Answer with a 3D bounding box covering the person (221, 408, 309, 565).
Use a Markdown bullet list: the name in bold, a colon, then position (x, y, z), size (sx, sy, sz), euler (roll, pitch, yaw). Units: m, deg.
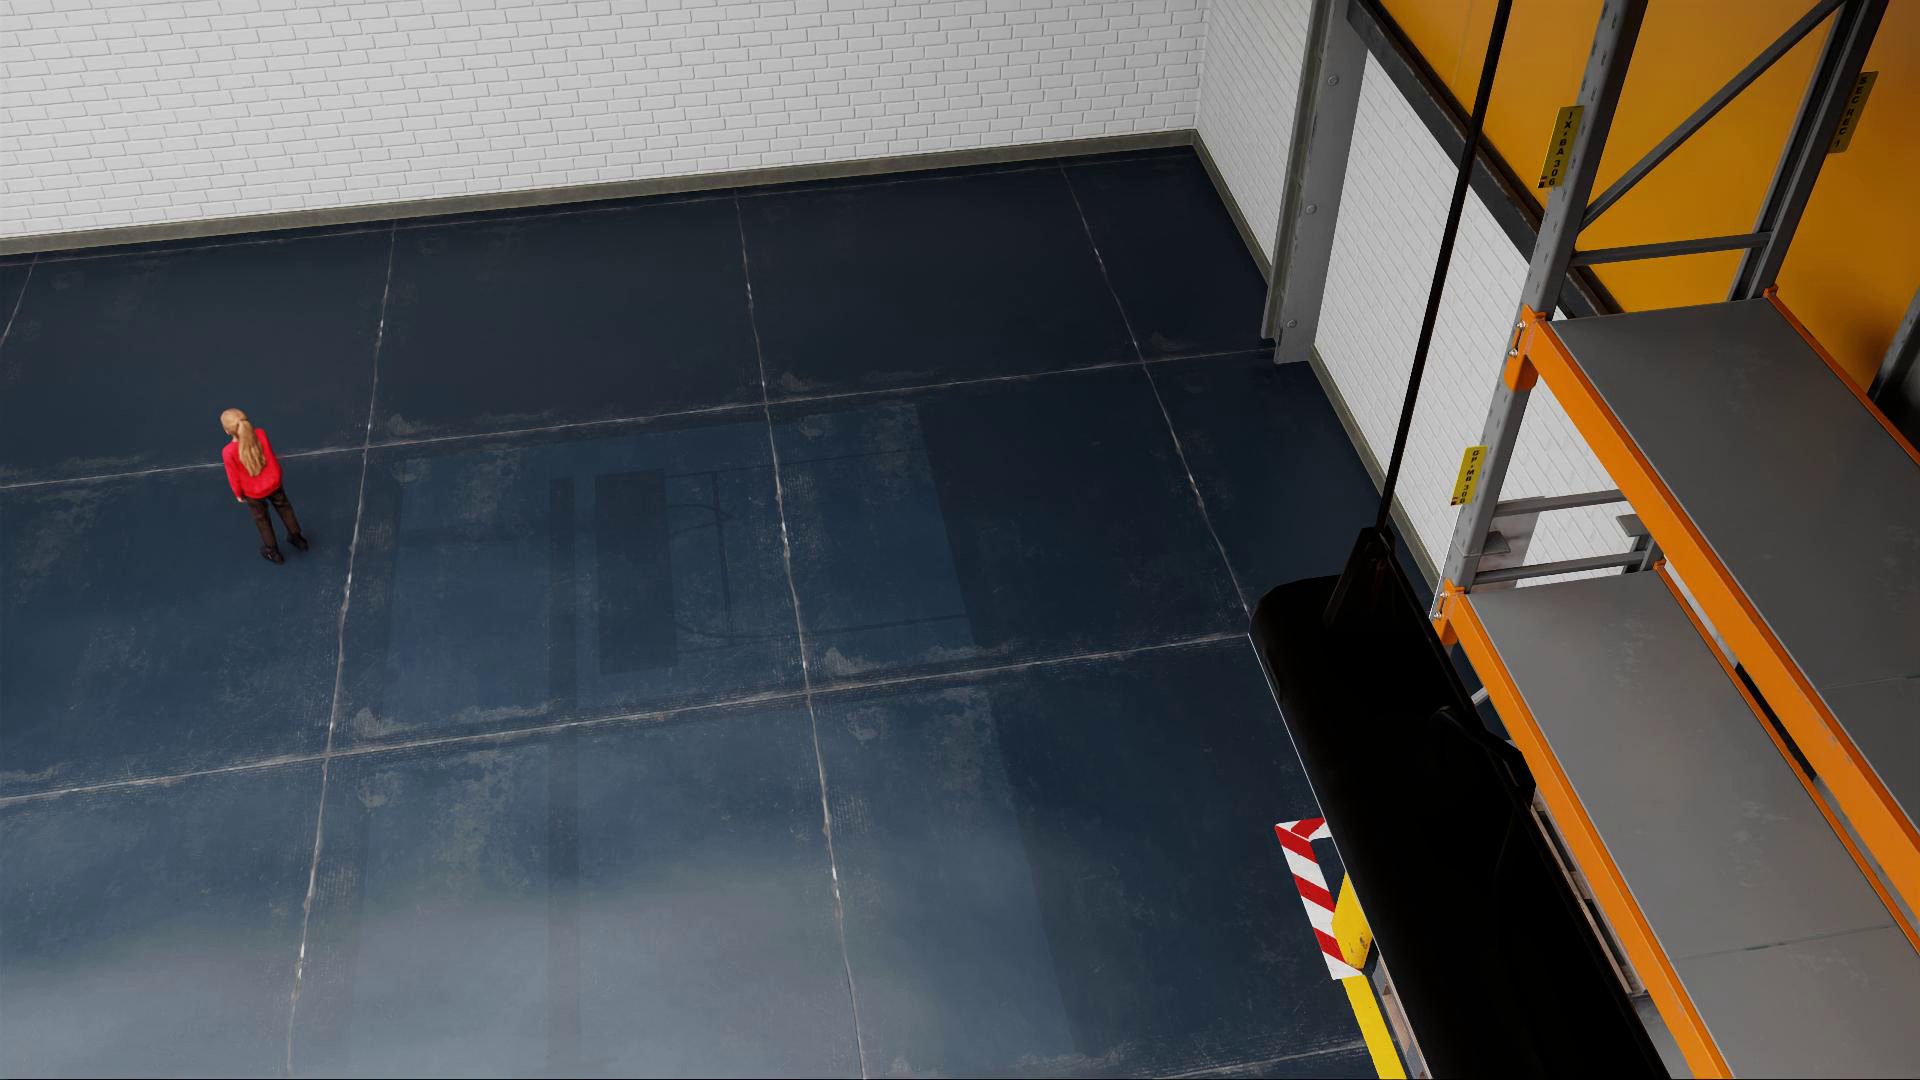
- **person**: position (-4.698, -0.377, 11.202), size (0.644, 1.283, 0.591), euler (31, 52, 29)
